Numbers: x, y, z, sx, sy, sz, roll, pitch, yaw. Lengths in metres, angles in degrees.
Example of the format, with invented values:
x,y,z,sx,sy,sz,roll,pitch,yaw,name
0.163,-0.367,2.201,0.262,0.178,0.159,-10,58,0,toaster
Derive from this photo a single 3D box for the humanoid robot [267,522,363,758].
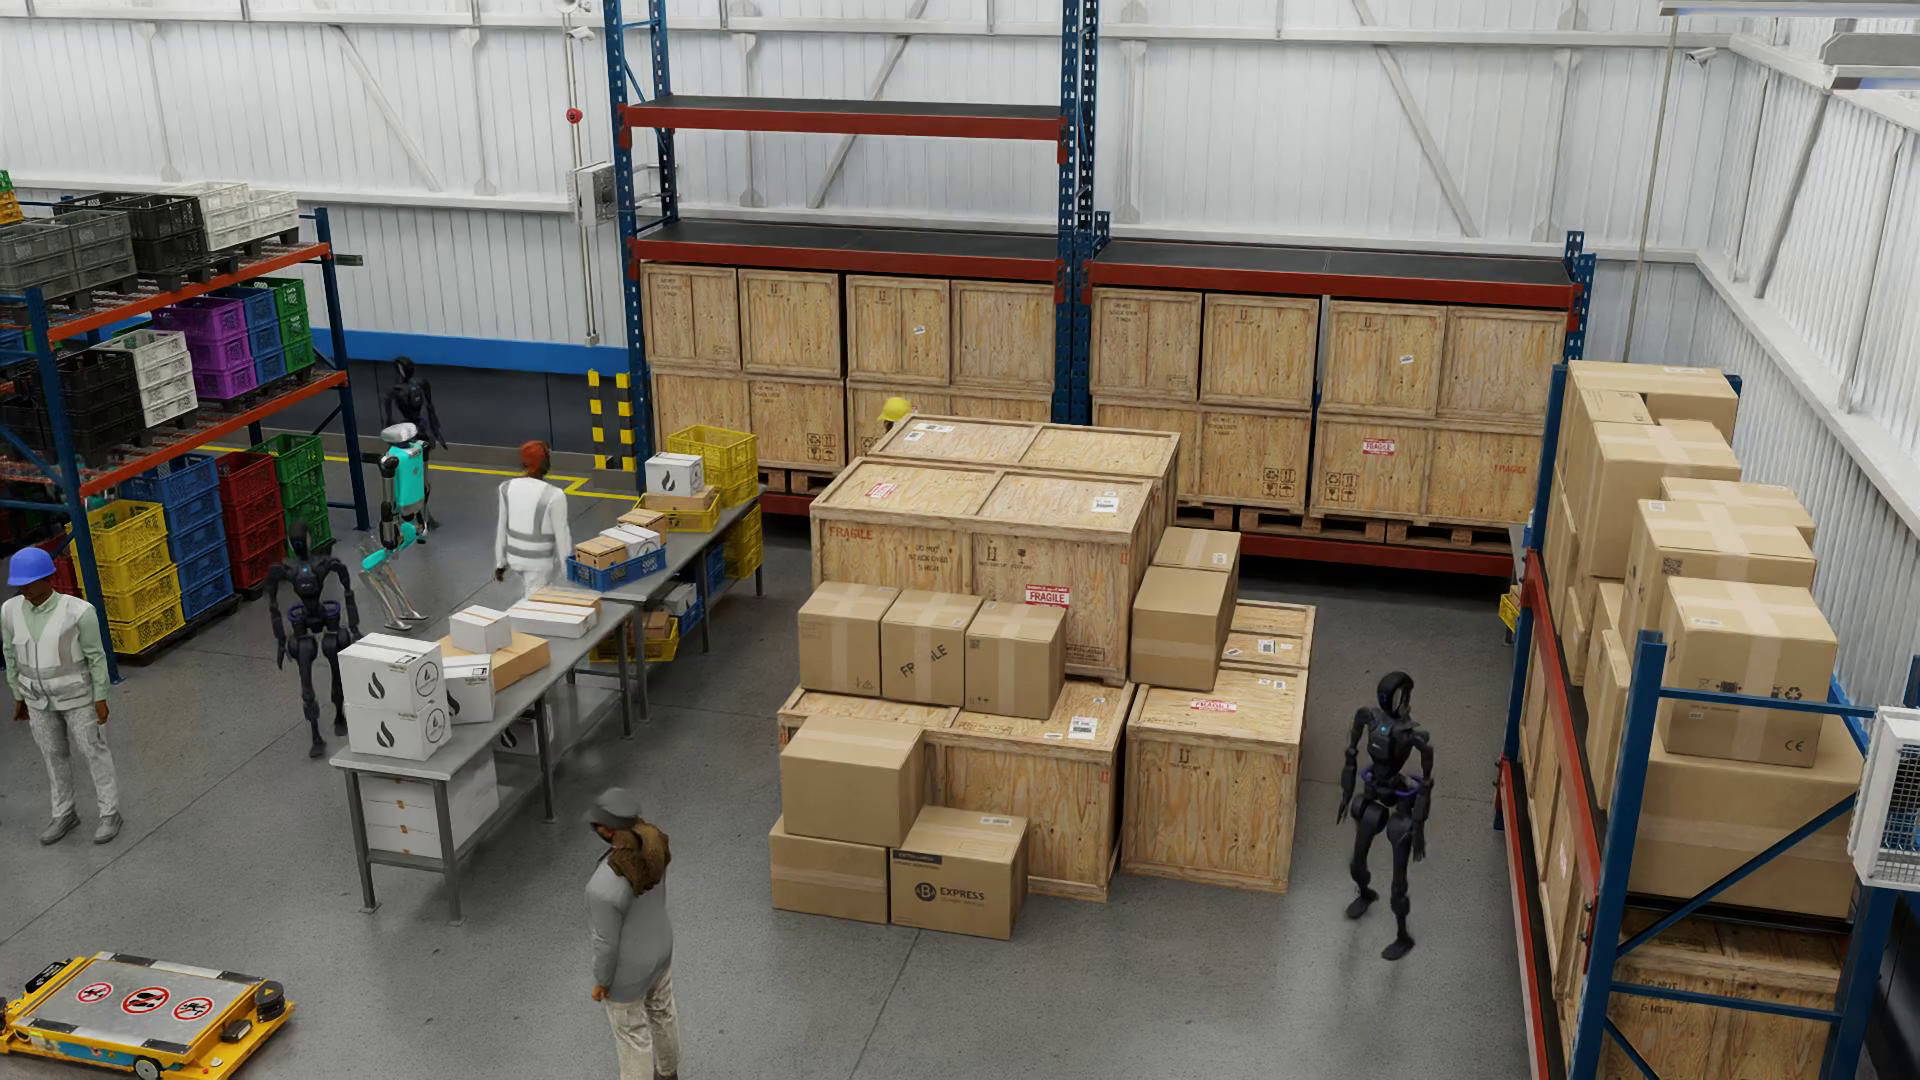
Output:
x,y,z,sx,sy,sz,roll,pitch,yaw,name
-4.379,0.660,11.374,0.601,1.637,0.688,-7,22,-18,humanoid robot

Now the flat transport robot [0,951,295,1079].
x,y,z,sx,sy,sz,roll,pitch,yaw,name
-4.270,2.464,8.601,1.431,0.231,0.659,5,22,13,flat transport robot

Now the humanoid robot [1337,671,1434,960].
x,y,z,sx,sy,sz,roll,pitch,yaw,name
2.393,1.469,9.245,0.412,1.637,0.589,-18,27,-38,humanoid robot

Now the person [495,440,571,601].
x,y,z,sx,sy,sz,roll,pitch,yaw,name
-3.184,0.177,12.422,0.592,1.826,0.839,11,23,26,person

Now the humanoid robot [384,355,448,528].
x,y,z,sx,sy,sz,roll,pitch,yaw,name
-5.030,-0.920,15.499,0.636,1.641,0.606,12,24,28,humanoid robot

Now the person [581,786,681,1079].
x,y,z,sx,sy,sz,roll,pitch,yaw,name
-1.528,1.955,7.828,0.398,1.769,0.561,7,22,19,person

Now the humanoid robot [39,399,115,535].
x,y,z,sx,sy,sz,roll,pitch,yaw,name
-7.484,-0.450,14.201,0.548,1.793,0.852,-7,22,-17,humanoid robot

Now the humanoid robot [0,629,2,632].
x,y,z,sx,sy,sz,roll,pitch,yaw,name
-7.920,0.143,12.704,0.540,1.786,1.022,7,22,17,humanoid robot

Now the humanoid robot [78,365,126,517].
x,y,z,sx,sy,sz,roll,pitch,yaw,name
-7.805,-0.795,15.076,0.626,1.775,0.823,-6,22,-15,humanoid robot

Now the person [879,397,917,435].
x,y,z,sx,sy,sz,roll,pitch,yaw,name
-0.489,-0.289,13.608,0.404,1.834,0.585,5,21,12,person

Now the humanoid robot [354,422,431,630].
x,y,z,sx,sy,sz,roll,pitch,yaw,name
-4.537,-0.123,13.166,0.730,1.695,0.533,7,22,18,humanoid robot

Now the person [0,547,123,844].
x,y,z,sx,sy,sz,roll,pitch,yaw,name
-5.520,0.951,10.208,0.602,1.948,0.385,0,21,1,person

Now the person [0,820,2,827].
x,y,z,sx,sy,sz,roll,pitch,yaw,name
-6.323,0.922,10.172,0.601,2.035,0.399,7,22,17,person

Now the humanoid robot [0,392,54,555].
x,y,z,sx,sy,sz,roll,pitch,yaw,name
-8.008,-0.445,14.243,0.588,1.641,0.440,-18,28,-40,humanoid robot
